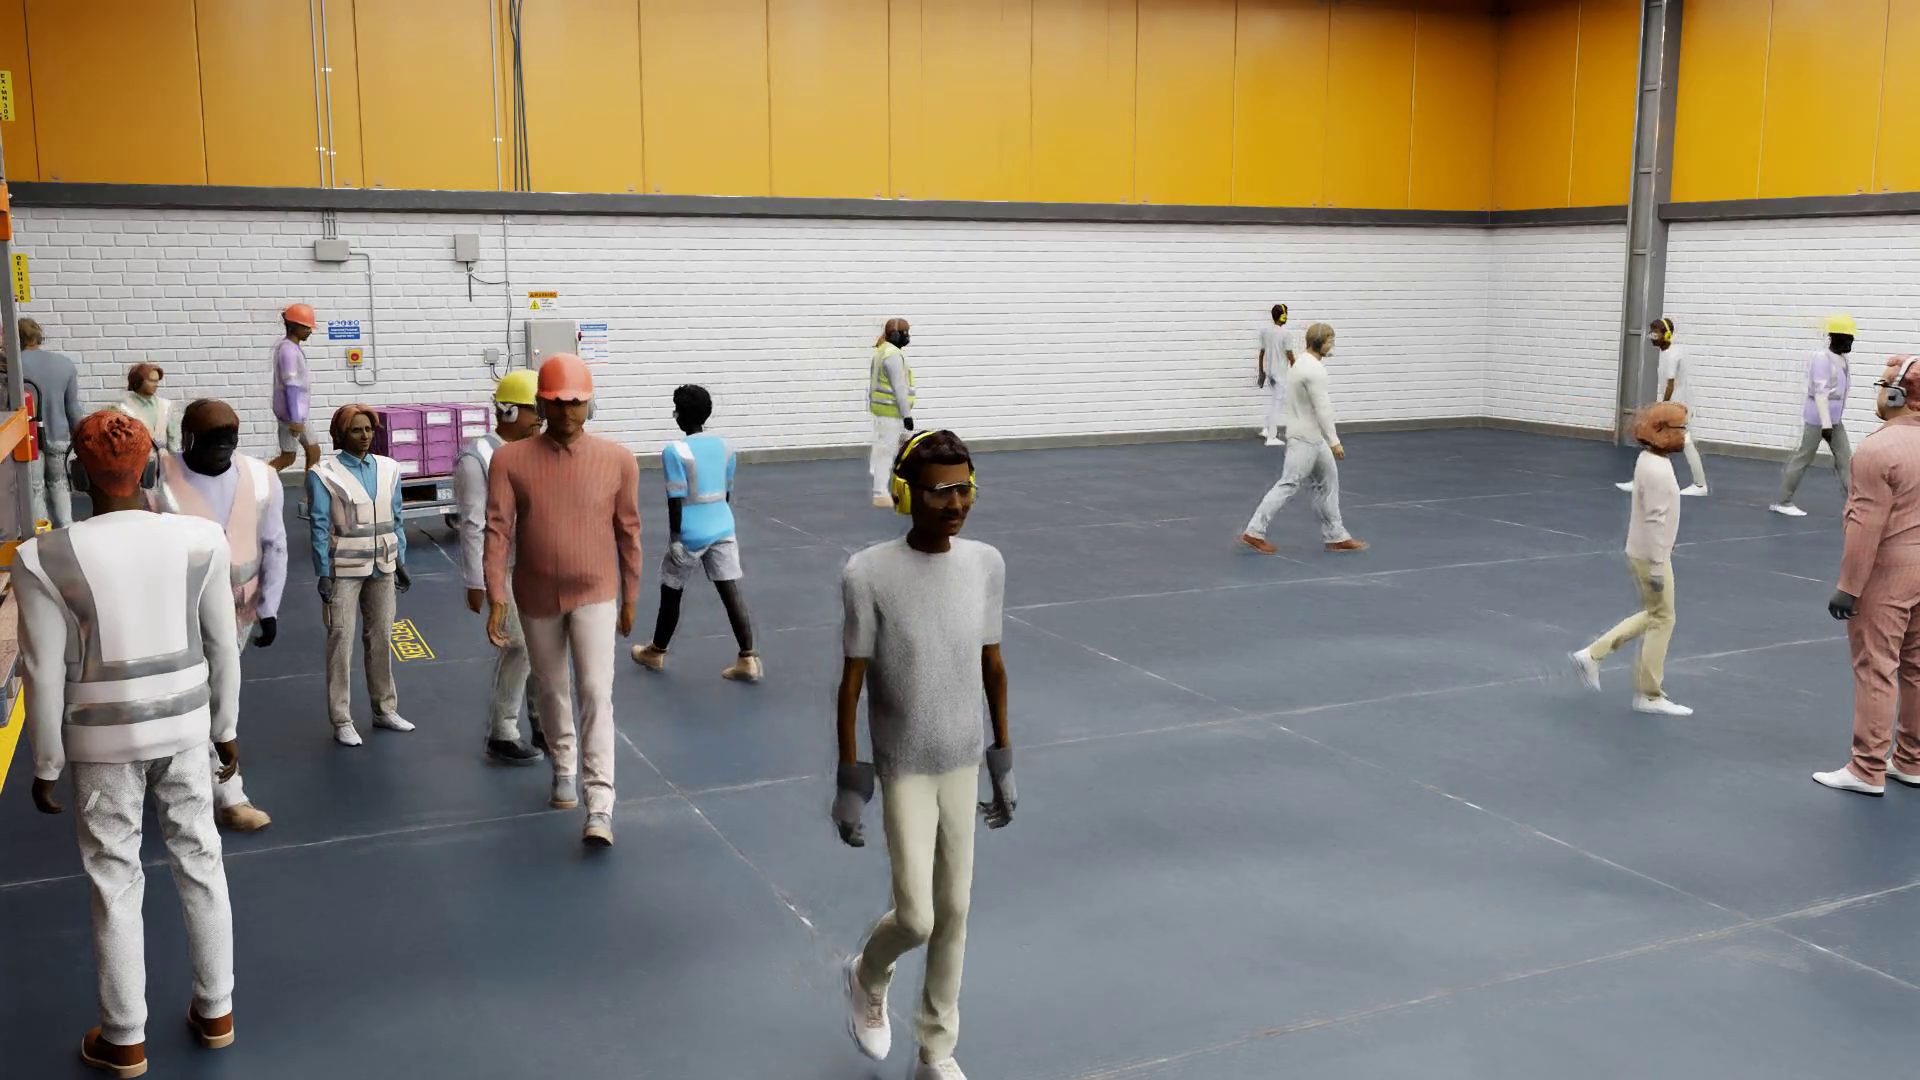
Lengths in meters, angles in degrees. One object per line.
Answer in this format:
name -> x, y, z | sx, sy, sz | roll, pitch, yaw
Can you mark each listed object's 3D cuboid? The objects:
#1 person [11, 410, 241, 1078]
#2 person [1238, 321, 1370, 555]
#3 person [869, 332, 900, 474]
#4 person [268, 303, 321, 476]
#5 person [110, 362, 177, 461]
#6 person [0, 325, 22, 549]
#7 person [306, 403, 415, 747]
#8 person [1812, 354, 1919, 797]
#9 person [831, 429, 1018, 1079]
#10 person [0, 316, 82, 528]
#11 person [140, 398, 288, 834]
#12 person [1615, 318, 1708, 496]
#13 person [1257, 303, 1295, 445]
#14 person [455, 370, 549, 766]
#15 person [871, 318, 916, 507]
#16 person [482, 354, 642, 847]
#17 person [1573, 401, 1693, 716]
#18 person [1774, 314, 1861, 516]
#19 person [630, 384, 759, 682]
person -> -2.332, 0.574, 4.716 | 0.576, 1.882, 0.355 | -9, 13, -44
person -> 2.740, -0.802, 13.283 | 1.041, 1.886, 0.615 | 1, 9, 8
person -> -0.730, -1.542, 18.704 | 0.756, 1.600, 0.518 | -5, 11, -30
person -> -6.206, -1.176, 15.259 | 0.918, 1.997, 0.631 | -3, 9, -15
person -> -6.106, -0.520, 12.333 | 0.595, 1.611, 0.558 | 4, 10, 25
person -> -7.434, -0.738, 12.883 | 0.698, 1.877, 0.482 | 2, 9, 9
person -> -2.898, 0.158, 8.045 | 0.309, 1.641, 0.515 | 6, 11, 34
person -> 4.037, 0.156, 7.218 | 0.638, 1.913, 0.409 | -4, 10, -23
person -> -0.102, 0.617, 4.524 | 0.545, 1.856, 0.477 | -6, 11, -33
person -> -7.166, -0.768, 12.901 | 0.433, 1.924, 0.646 | 8, 12, 41
person -> -3.199, 0.276, 7.006 | 1.070, 1.767, 0.619 | 8, 12, 40
person -> 7.137, -1.327, 16.778 | 0.983, 1.794, 0.525 | 1, 9, 9
person -> 4.171, -2.151, 21.712 | 0.429, 1.854, 0.522 | -5, 11, -29
person -> -2.005, 0.124, 7.719 | 0.507, 1.815, 0.597 | 5, 10, 27
person -> -0.571, -1.219, 16.029 | 0.642, 1.821, 0.623 | -1, 9, -4
person -> -1.594, 0.227, 6.709 | 0.617, 1.940, 1.040 | -1, 9, -9
person -> 3.499, 0.091, 8.520 | 0.502, 1.614, 0.512 | 3, 10, 17
person -> 7.986, -1.113, 15.201 | 0.618, 1.870, 0.986 | -8, 12, -39
person -> -1.468, -0.042, 9.246 | 0.881, 1.642, 0.549 | 7, 11, 37
